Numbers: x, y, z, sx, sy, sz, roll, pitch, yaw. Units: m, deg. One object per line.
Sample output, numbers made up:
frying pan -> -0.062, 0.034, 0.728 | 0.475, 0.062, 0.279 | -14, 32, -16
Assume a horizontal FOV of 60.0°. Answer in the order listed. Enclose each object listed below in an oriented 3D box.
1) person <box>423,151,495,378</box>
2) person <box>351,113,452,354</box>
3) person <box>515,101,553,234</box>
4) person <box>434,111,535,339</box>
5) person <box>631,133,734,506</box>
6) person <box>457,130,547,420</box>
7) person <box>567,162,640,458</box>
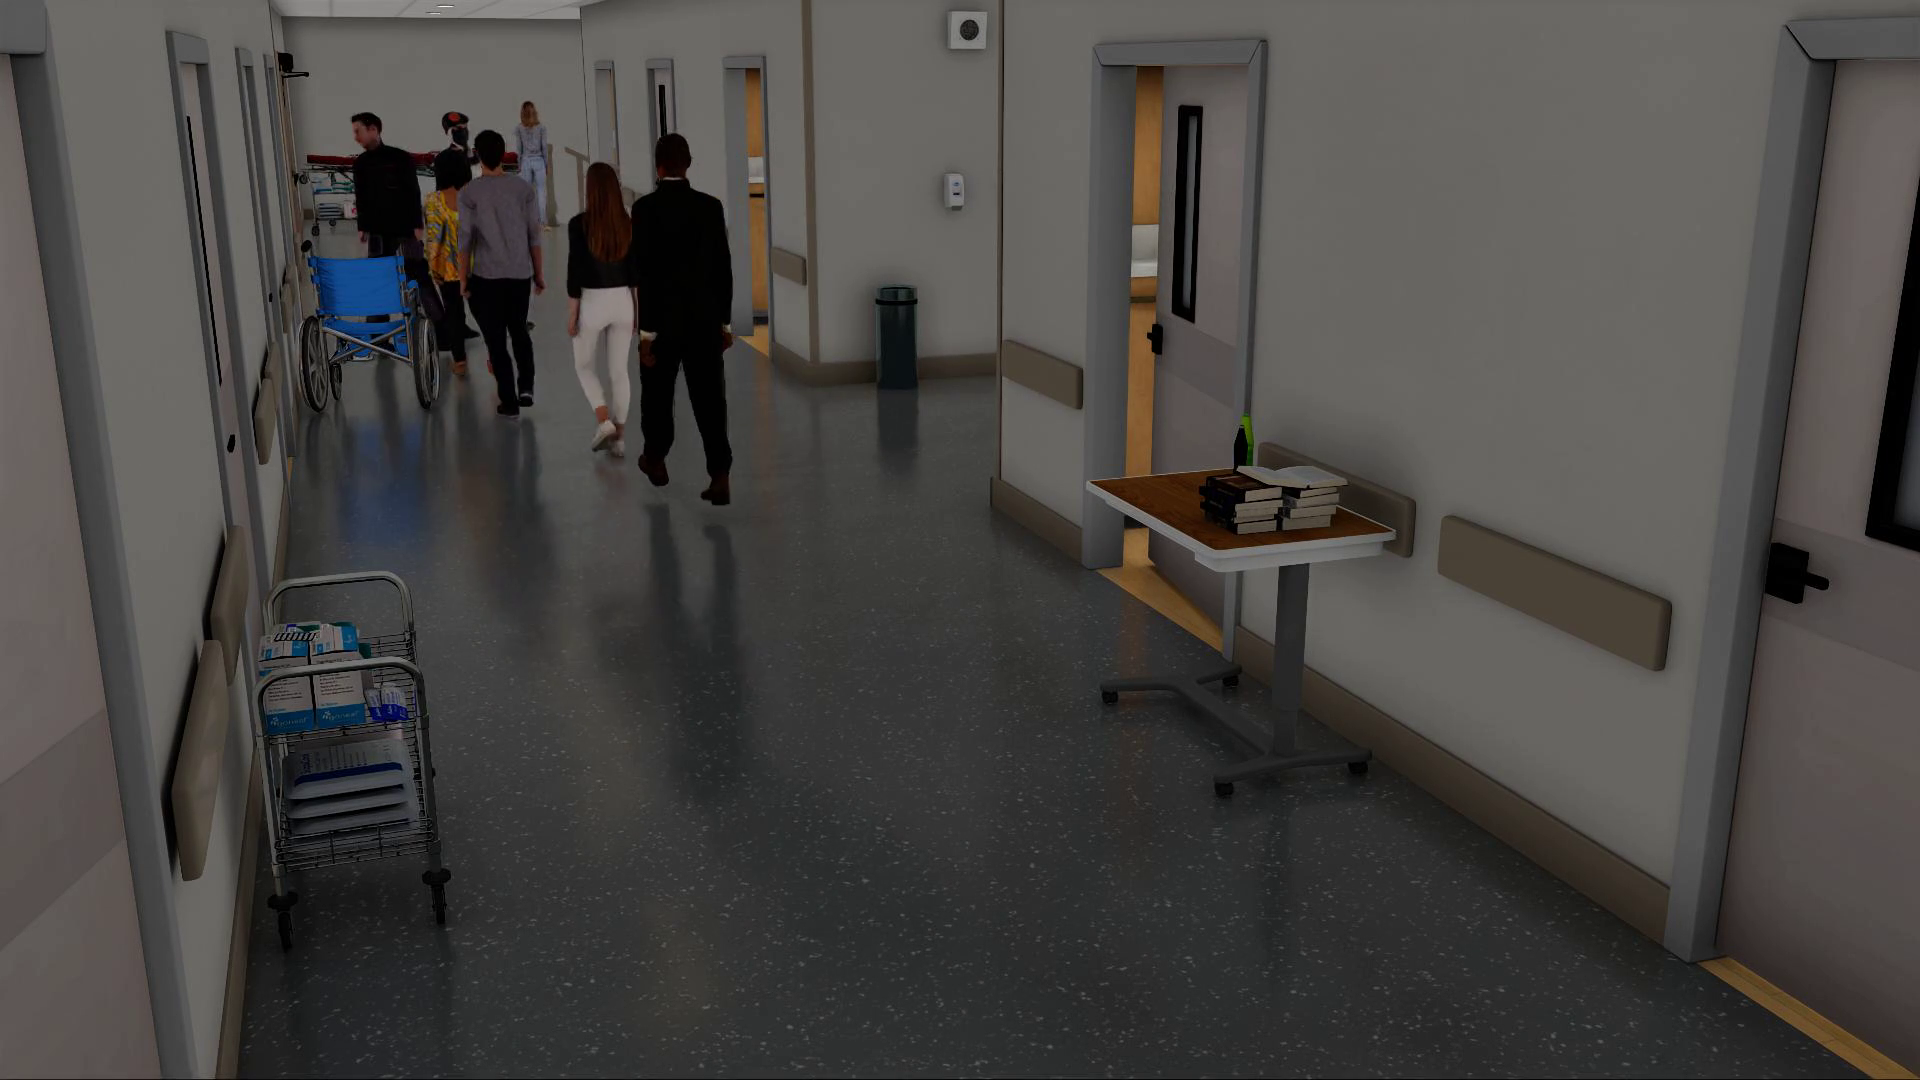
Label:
person -> -3.559, -1.948, 11.989 | 0.821, 1.632, 1.033 | -9, 18, -30
person -> -4.519, -2.410, 13.178 | 0.908, 1.876, 0.847 | -1, 16, -2
person -> -5.990, -5.235, 23.348 | 0.654, 1.795, 0.626 | 1, 16, 2
person -> -4.166, -2.587, 13.839 | 1.188, 1.858, 1.062 | 10, 19, 32
person -> -1.360, -1.054, 8.411 | 0.731, 1.853, 1.291 | -7, 17, -23
person -> -2.907, -1.681, 10.670 | 0.751, 1.834, 0.717 | -10, 19, -32
person -> -2.025, -1.303, 9.583 | 0.654, 1.697, 0.660 | -8, 18, -27
